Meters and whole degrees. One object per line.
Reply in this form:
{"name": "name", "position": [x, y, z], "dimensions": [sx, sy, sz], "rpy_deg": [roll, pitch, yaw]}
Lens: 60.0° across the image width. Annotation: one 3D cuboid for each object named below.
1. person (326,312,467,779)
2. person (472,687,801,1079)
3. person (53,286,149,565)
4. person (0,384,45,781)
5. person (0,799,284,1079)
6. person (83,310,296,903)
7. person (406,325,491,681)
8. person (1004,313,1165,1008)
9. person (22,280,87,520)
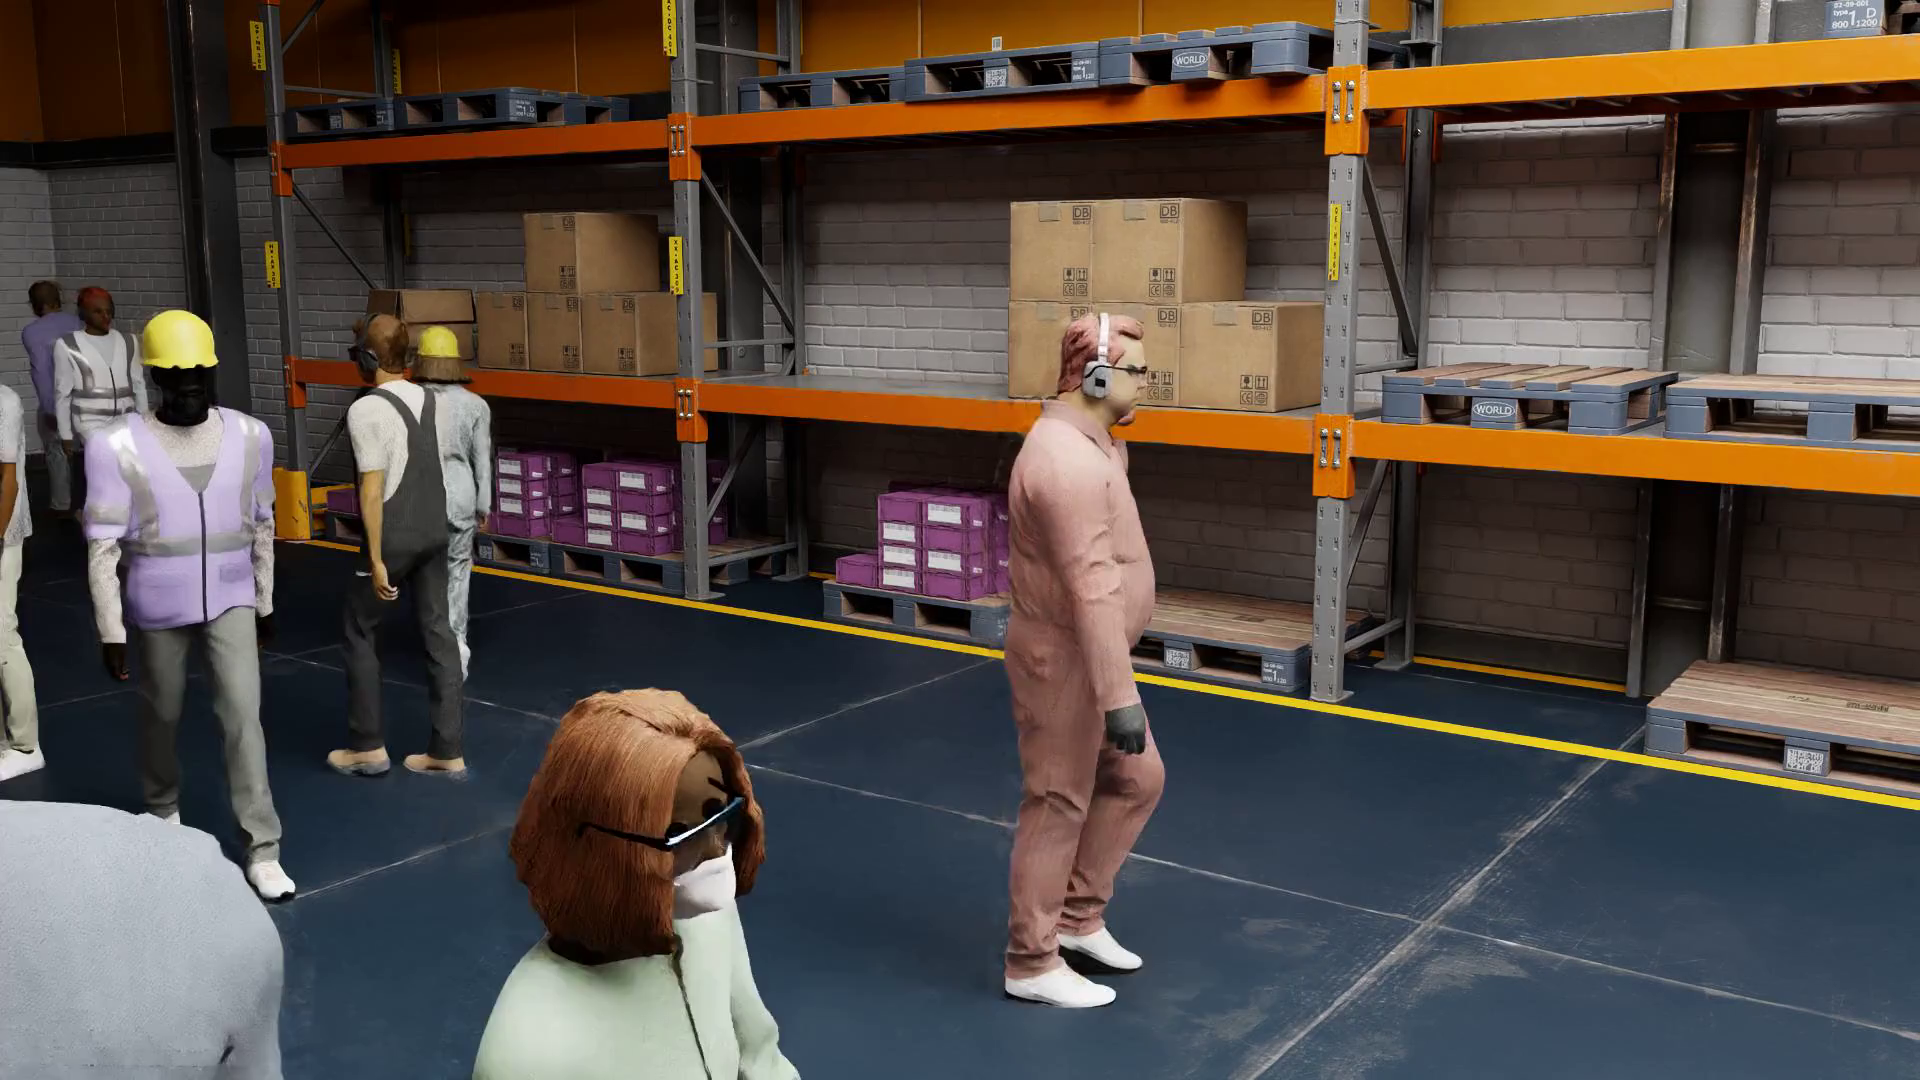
{"name": "person", "position": [-2.238, 0.030, 6.508], "dimensions": [0.718, 1.819, 0.504], "rpy_deg": [5, 11, 29]}
{"name": "person", "position": [-0.334, 0.928, 1.882], "dimensions": [0.901, 1.575, 0.506], "rpy_deg": [1, 10, 7]}
{"name": "person", "position": [-5.807, -0.779, 11.204], "dimensions": [0.784, 1.865, 0.588], "rpy_deg": [6, 11, 32]}
{"name": "person", "position": [-3.811, 0.022, 6.471], "dimensions": [0.523, 1.858, 0.359], "rpy_deg": [6, 11, 32]}
{"name": "person", "position": [-0.709, 0.879, 1.192], "dimensions": [0.753, 1.916, 0.629], "rpy_deg": [6, 11, 32]}
{"name": "person", "position": [-2.533, 0.186, 5.449], "dimensions": [0.607, 1.874, 1.001], "rpy_deg": [-8, 12, -39]}
{"name": "person", "position": [-2.495, -0.177, 8.073], "dimensions": [0.494, 1.721, 0.784], "rpy_deg": [-6, 11, -33]}
{"name": "person", "position": [0.352, 0.345, 4.453], "dimensions": [0.531, 1.885, 0.642], "rpy_deg": [1, 10, 8]}
{"name": "person", "position": [-6.804, -1.051, 12.789], "dimensions": [0.989, 1.889, 0.649], "rpy_deg": [4, 10, 23]}
